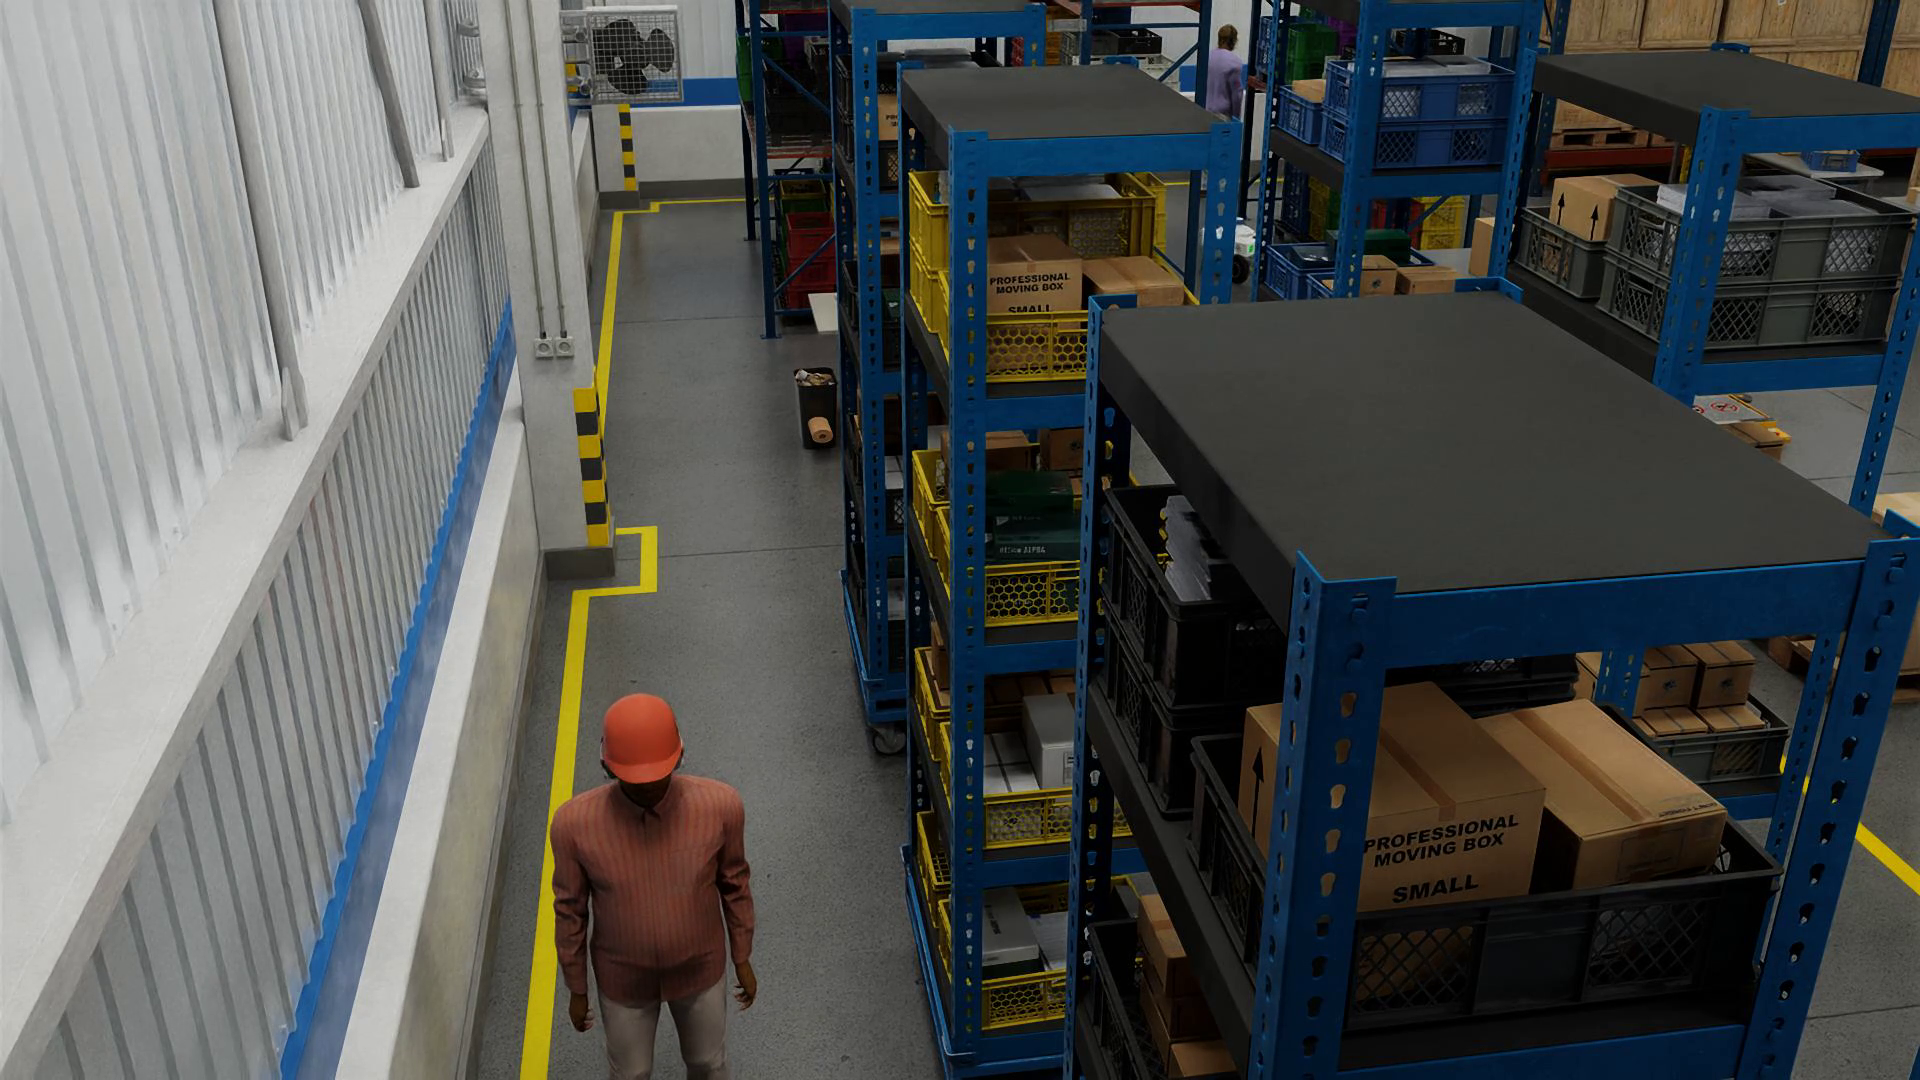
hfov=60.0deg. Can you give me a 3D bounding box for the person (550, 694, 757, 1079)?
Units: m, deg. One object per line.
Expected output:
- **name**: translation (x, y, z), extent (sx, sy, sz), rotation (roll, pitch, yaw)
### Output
- **person**: translation (-0.948, 1.358, 5.269), extent (0.622, 1.991, 0.389), rotation (-7, 26, -14)

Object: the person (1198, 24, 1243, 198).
- **person**: translation (2.932, -4.805, 18.738), extent (0.370, 1.934, 0.627), rotation (-18, 30, -34)

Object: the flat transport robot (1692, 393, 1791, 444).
- **flat transport robot**: translation (5.224, -0.859, 12.132), extent (1.431, 0.197, 0.652), rotation (-4, 25, -8)

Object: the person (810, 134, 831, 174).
- **person**: translation (-1.438, -4.666, 18.520), extent (0.761, 1.858, 0.588), rotation (6, 25, 12)

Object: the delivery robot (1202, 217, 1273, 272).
- **delivery robot**: translation (2.670, -2.871, 16.062), extent (0.477, 0.478, 0.707), rotation (-17, 30, -33)
